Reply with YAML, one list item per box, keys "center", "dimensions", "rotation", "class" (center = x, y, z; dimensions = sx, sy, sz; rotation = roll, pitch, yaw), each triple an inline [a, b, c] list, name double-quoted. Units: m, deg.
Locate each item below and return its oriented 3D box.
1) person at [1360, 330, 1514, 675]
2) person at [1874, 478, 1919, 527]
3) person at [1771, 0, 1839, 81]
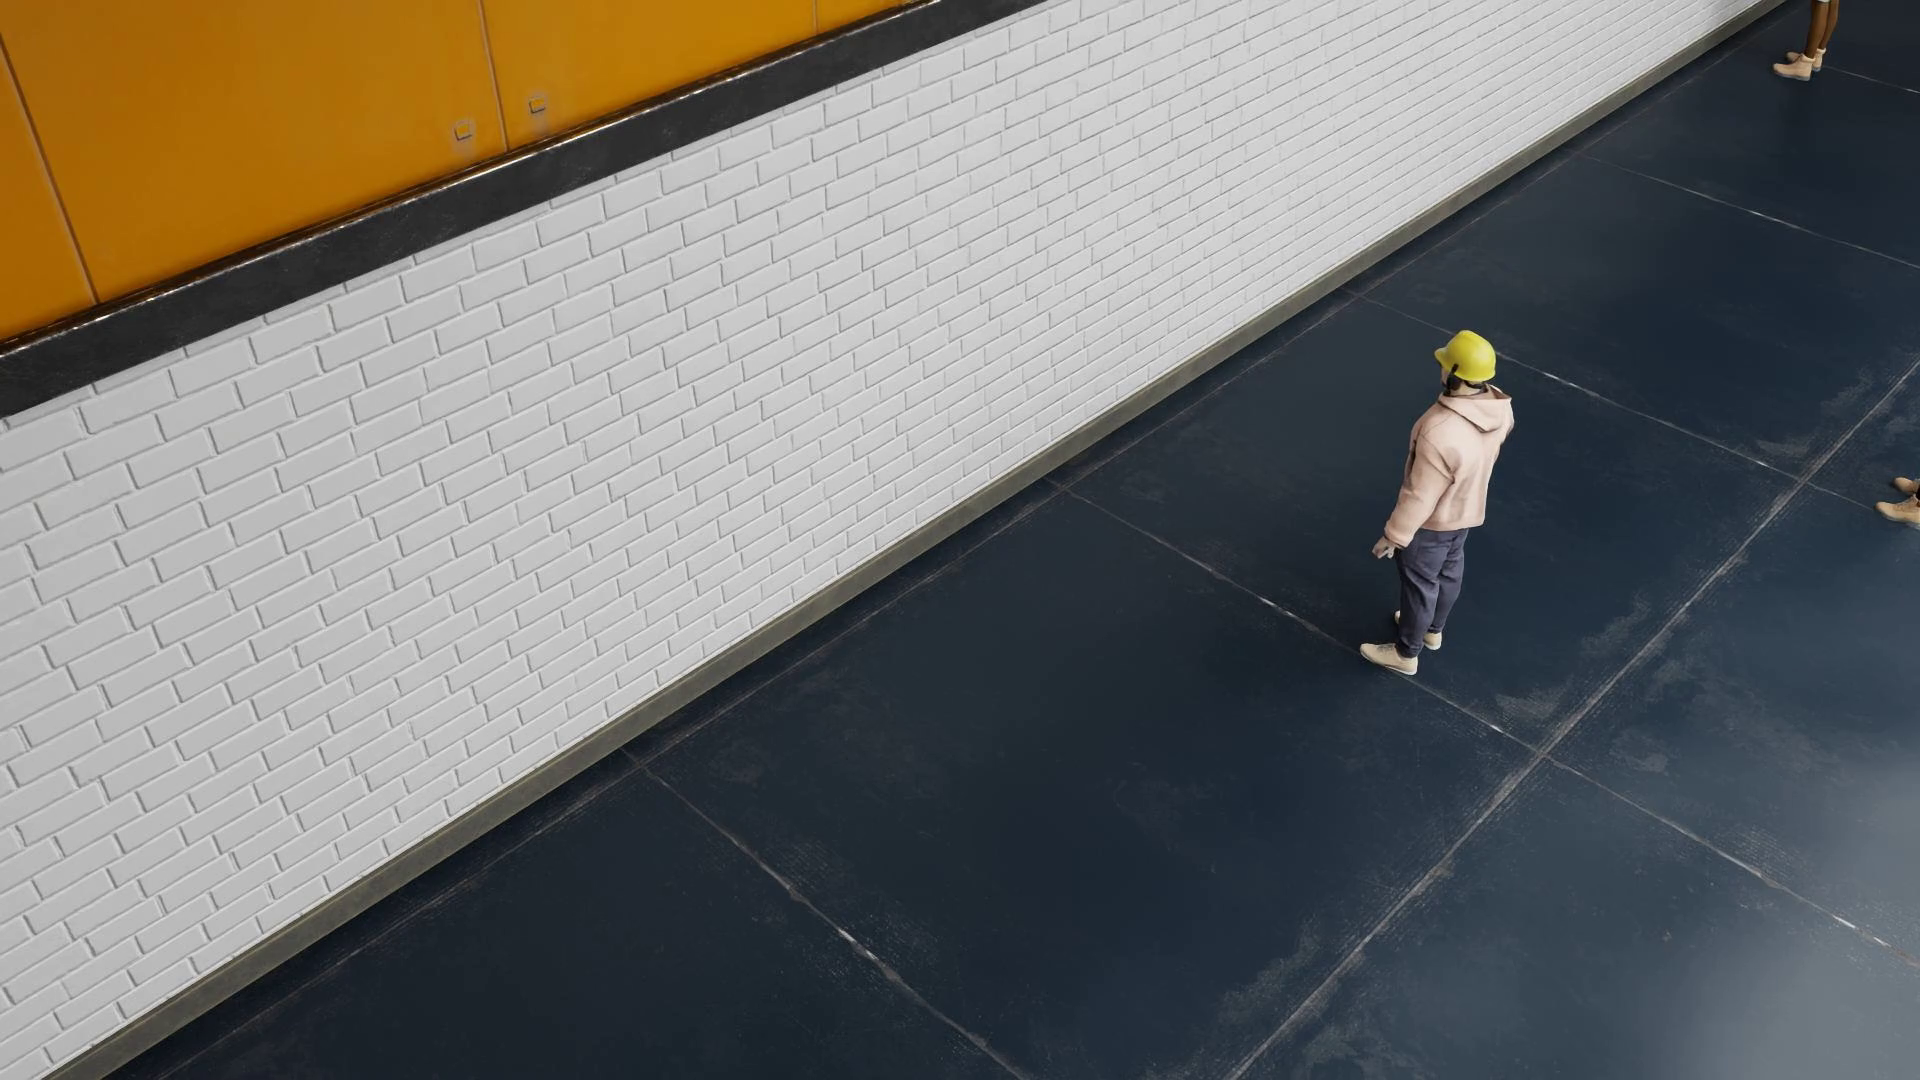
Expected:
- center: [2.275, -0.150, 7.827]
  dimensions: [0.409, 1.867, 0.793]
  rotation: [31, 48, 33]
  class: "person"
- center: [5.323, -0.830, 8.814]
  dimensions: [0.318, 1.696, 0.533]
  rotation: [31, 48, 33]
  class: "person"
- center: [7.081, -4.749, 13.439]
  dimensions: [0.367, 2.044, 0.607]
  rotation: [31, 48, 33]
  class: "person"
